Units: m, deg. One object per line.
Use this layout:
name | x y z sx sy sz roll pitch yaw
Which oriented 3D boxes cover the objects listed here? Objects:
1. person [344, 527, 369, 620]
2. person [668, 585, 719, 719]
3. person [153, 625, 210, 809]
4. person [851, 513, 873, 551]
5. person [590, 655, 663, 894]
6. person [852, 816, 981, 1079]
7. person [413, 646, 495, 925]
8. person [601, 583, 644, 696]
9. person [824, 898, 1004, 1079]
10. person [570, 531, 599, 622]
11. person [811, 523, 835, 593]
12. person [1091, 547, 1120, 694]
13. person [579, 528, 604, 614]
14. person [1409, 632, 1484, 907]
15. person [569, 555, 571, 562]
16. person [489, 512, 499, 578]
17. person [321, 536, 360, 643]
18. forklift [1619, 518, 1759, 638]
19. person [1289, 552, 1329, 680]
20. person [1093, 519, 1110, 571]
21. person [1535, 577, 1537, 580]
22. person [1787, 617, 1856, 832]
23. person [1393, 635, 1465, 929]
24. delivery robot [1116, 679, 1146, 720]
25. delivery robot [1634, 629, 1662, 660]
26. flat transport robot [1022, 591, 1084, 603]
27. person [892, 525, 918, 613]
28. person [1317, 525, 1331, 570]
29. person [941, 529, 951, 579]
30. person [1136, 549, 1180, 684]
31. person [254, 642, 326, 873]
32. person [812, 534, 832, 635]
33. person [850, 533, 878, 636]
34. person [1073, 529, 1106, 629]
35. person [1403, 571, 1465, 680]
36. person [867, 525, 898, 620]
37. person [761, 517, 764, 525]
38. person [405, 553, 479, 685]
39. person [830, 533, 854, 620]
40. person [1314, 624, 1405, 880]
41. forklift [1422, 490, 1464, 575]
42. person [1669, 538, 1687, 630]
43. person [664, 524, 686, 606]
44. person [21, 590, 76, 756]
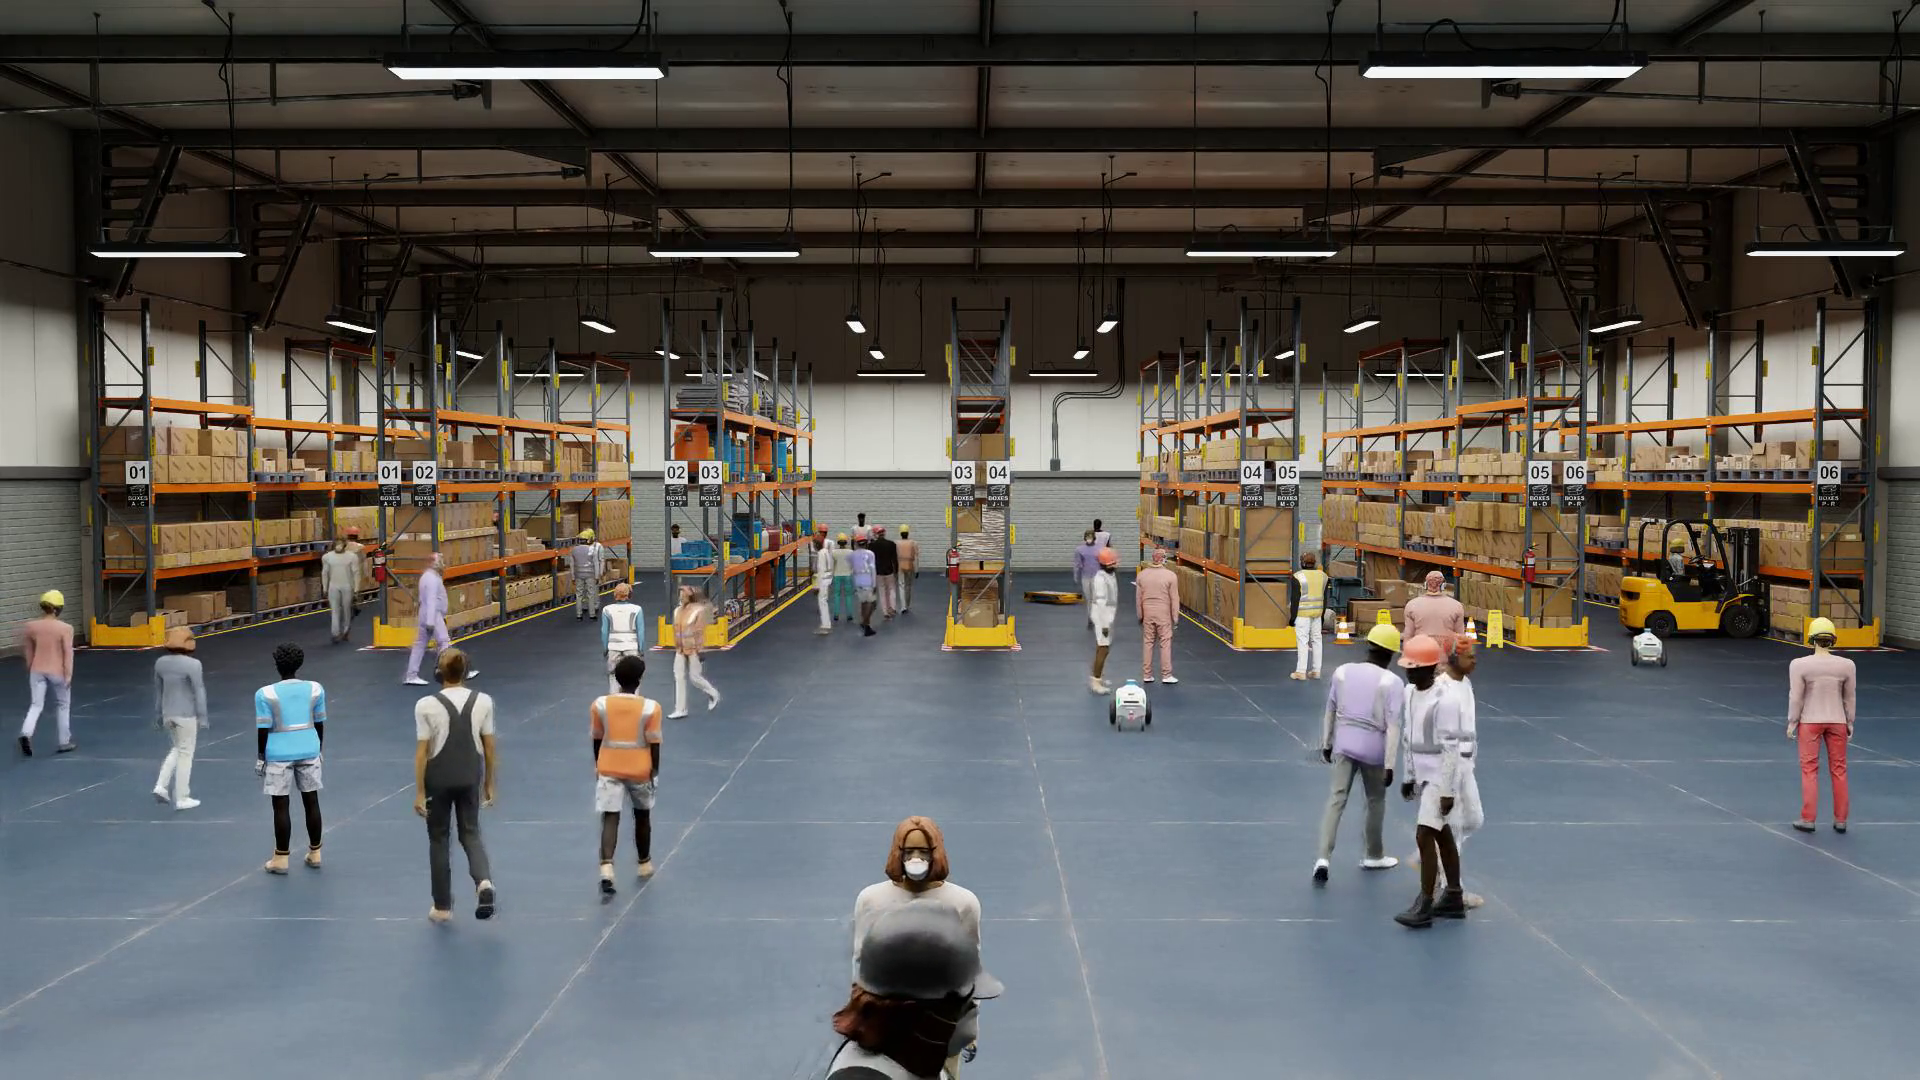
person | -12.464 0.675 33.234 0.568 1.884 1.003 0 2 -1
person | -3.262 1.348 19.694 0.522 1.617 0.640 2 3 36
person | -6.874 1.565 14.287 0.501 1.623 0.337 1 2 21
person | -2.705 0.213 44.611 0.619 1.920 0.994 0 2 -5
person | -2.387 1.651 11.511 0.533 1.664 0.803 0 2 -2
person | -0.168 1.874 6.224 0.500 1.636 0.280 0 2 2
person | -3.282 1.612 10.542 0.519 1.831 0.602 -2 3 -36
person | -4.091 1.340 19.599 0.515 1.641 0.315 0 2 0
person | -0.085 1.802 3.544 0.536 2.000 0.708 0 2 1
person | -7.562 0.729 32.597 0.586 1.834 0.403 0 2 3
person | -3.000 0.587 35.293 0.549 1.913 0.786 0 2 7
person | 1.972 1.080 21.871 0.502 1.989 0.771 1 2 17
person | -7.865 0.664 34.291 0.600 1.827 0.404 0 2 12
person | 3.360 1.565 11.119 0.460 1.868 0.599 2 3 40
person | -10.728 0.156 45.437 0.785 1.969 0.625 0 2 7
person | -11.766 0.303 40.981 0.622 2.030 0.521 0 2 -3
person | -10.967 0.863 28.607 0.644 1.886 1.049 -1 2 -15
forklift | 13.417 0.684 29.791 2.313 2.155 1.214 0 2 0
person | 5.027 1.092 23.379 0.629 1.843 0.429 -1 3 -26
person | 3.310 0.451 38.874 0.604 1.899 0.649 -1 2 -15
person | 12.172 0.659 34.770 0.541 1.815 1.012 0 2 9
person | 7.135 1.525 13.391 0.528 1.767 0.329 0 2 8
person | 3.077 1.571 10.624 0.645 1.901 0.555 0 2 -9
delivery robot | 2.001 1.878 18.907 0.477 0.478 0.707 0 2 5
delivery robot | 10.724 1.629 25.183 0.477 0.478 0.707 1 2 16
flat transport robot | 2.161 1.323 37.559 0.652 0.197 1.431 -2 3 -40
person | -1.202 0.619 34.836 0.602 1.885 0.972 0 2 -6
person | 10.067 0.214 44.436 0.456 1.922 0.654 0 2 -3
person | -0.210 0.337 45.423 0.859 1.584 0.527 1 3 26
person | 2.824 1.078 22.911 0.652 1.906 0.402 1 3 31
person | -4.990 1.613 12.038 0.322 1.697 0.536 2 3 44
person | -2.555 0.827 29.994 0.369 1.855 0.683 0 2 0
person | -1.772 0.817 29.783 0.592 1.885 0.509 1 3 31
person | 2.473 0.761 30.867 0.664 1.903 0.903 1 2 14
person | 5.171 1.288 17.614 0.651 1.906 0.409 1 2 15
person | -1.574 0.659 33.009 0.645 1.943 0.469 0 2 1
person | -5.455 0.262 44.464 0.685 1.829 0.543 2 3 39
person | -7.318 1.109 22.682 0.991 1.853 0.662 -1 3 -29
person | -2.394 0.748 32.917 0.528 1.772 0.304 0 2 -2
person | 2.899 1.541 11.825 0.701 1.862 0.956 2 3 40
forklift | 13.926 -0.371 47.846 1.873 2.768 1.129 0 2 0
person | 13.734 0.841 30.901 0.312 1.743 0.493 0 2 1
person | -6.417 0.566 36.400 0.501 1.861 0.310 0 2 -12
person | -9.591 1.396 16.950 0.524 1.742 0.743 0 2 -5
